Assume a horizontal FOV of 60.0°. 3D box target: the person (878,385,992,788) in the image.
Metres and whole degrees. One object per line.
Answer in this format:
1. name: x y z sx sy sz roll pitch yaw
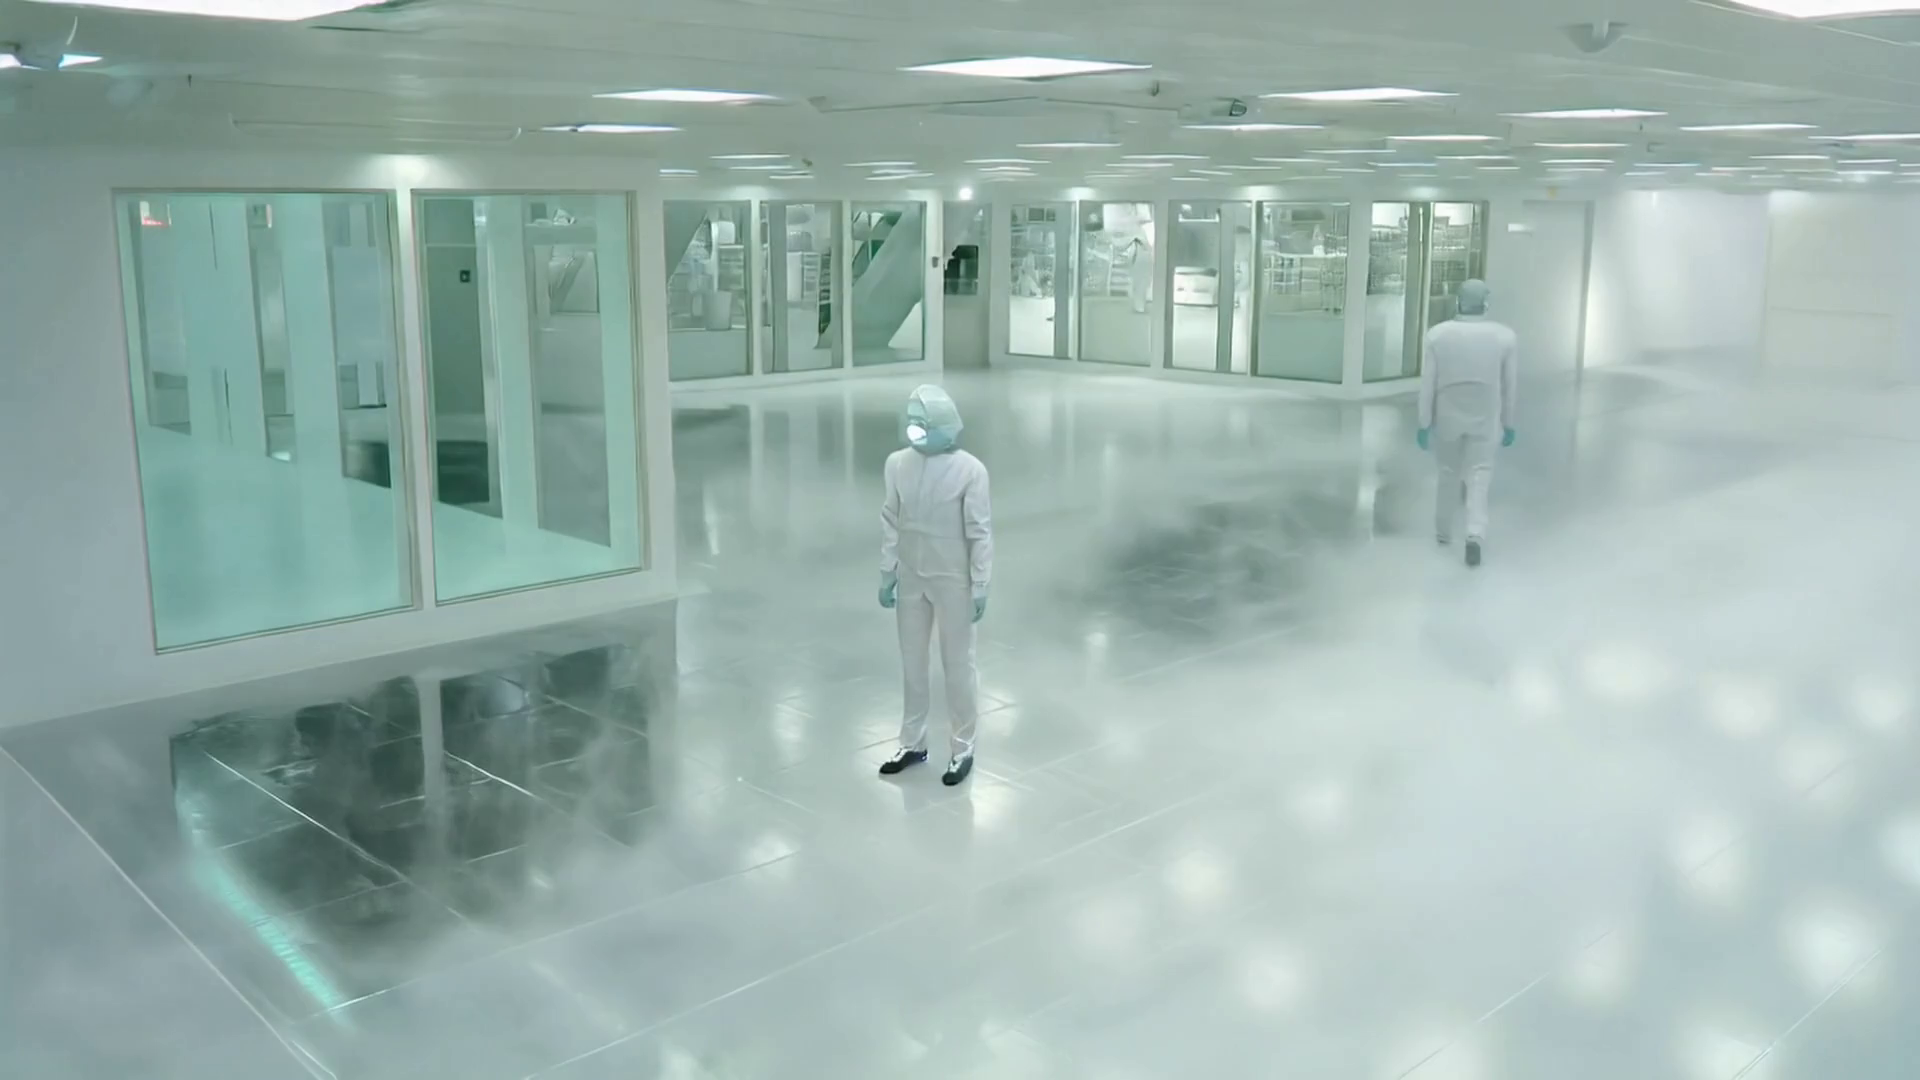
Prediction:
1. person: -0.110 0.185 6.724 0.507 1.632 0.267 7 13 30

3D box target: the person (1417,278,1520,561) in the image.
1. person: 3.412 -0.821 11.183 0.657 1.872 0.948 3 12 13
